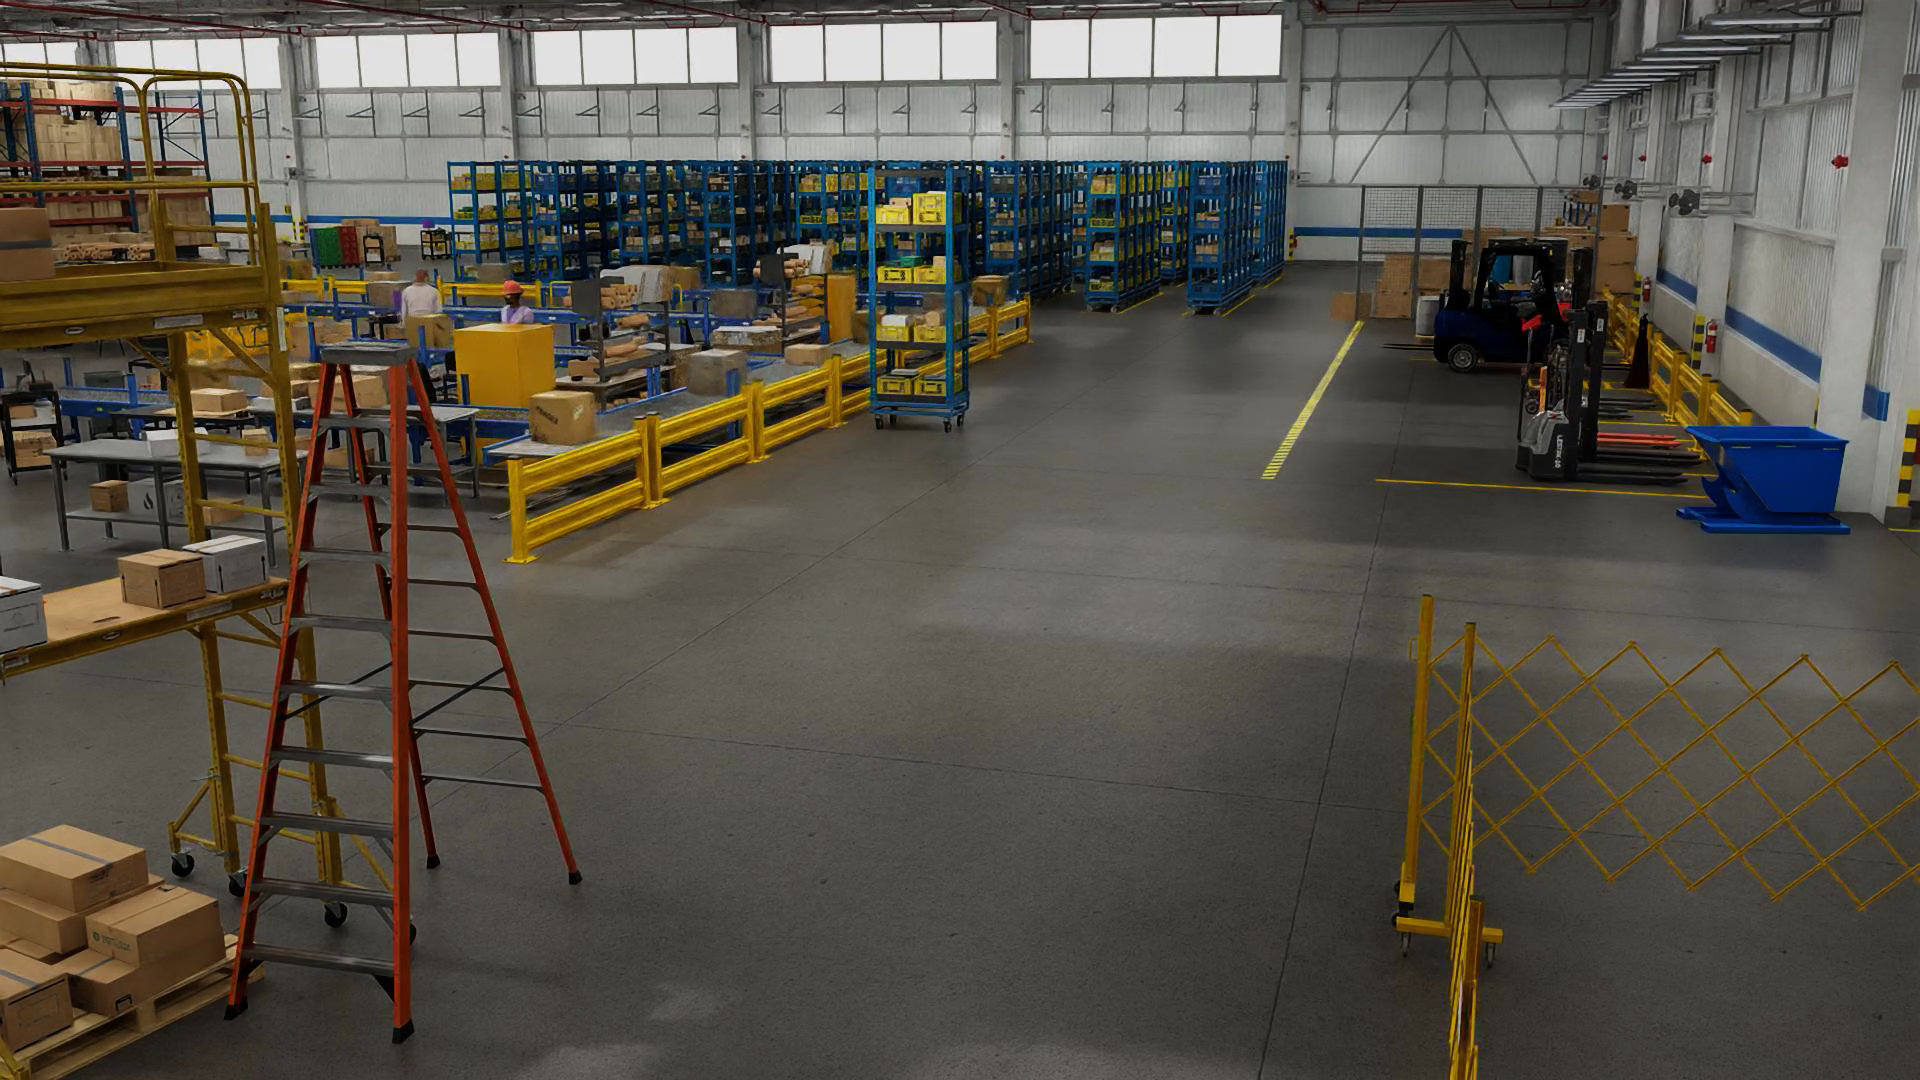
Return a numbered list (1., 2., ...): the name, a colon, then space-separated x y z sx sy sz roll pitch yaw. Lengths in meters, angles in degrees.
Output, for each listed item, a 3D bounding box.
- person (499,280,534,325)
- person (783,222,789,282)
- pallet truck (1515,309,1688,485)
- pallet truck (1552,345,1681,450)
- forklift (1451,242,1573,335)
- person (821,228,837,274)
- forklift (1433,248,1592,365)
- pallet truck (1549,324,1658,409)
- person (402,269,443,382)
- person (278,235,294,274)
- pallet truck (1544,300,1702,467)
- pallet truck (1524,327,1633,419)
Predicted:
1. person: -6.278 -2.639 23.502 0.615 2.040 0.385 8 15 32
2. person: -5.373 -8.711 49.930 0.916 1.960 0.605 -1 13 -3
3. pallet truck: 7.554 -1.677 19.446 1.885 1.965 0.823 3 13 14
4. pallet truck: 8.641 -1.896 21.908 1.630 1.274 0.653 4 14 16
5. forklift: 10.464 -4.597 31.405 2.680 1.987 1.157 4 14 16
6. person: -4.217 -9.418 53.234 0.589 1.830 0.619 4 14 16
7. forklift: 9.780 -4.111 29.280 2.680 1.987 1.157 3 13 14
8. pallet truck: 9.824 -2.669 25.407 1.601 1.201 0.680 4 14 16
9. person: -9.026 -3.604 28.001 0.688 1.895 0.401 -2 13 -8
10. person: -17.350 -6.975 42.864 0.410 1.744 0.541 4 14 16
11. pallet truck: 8.263 -1.952 20.631 1.885 1.965 0.823 5 14 20
12. pallet truck: 9.065 -2.460 24.370 1.522 1.261 0.704 3 13 14
